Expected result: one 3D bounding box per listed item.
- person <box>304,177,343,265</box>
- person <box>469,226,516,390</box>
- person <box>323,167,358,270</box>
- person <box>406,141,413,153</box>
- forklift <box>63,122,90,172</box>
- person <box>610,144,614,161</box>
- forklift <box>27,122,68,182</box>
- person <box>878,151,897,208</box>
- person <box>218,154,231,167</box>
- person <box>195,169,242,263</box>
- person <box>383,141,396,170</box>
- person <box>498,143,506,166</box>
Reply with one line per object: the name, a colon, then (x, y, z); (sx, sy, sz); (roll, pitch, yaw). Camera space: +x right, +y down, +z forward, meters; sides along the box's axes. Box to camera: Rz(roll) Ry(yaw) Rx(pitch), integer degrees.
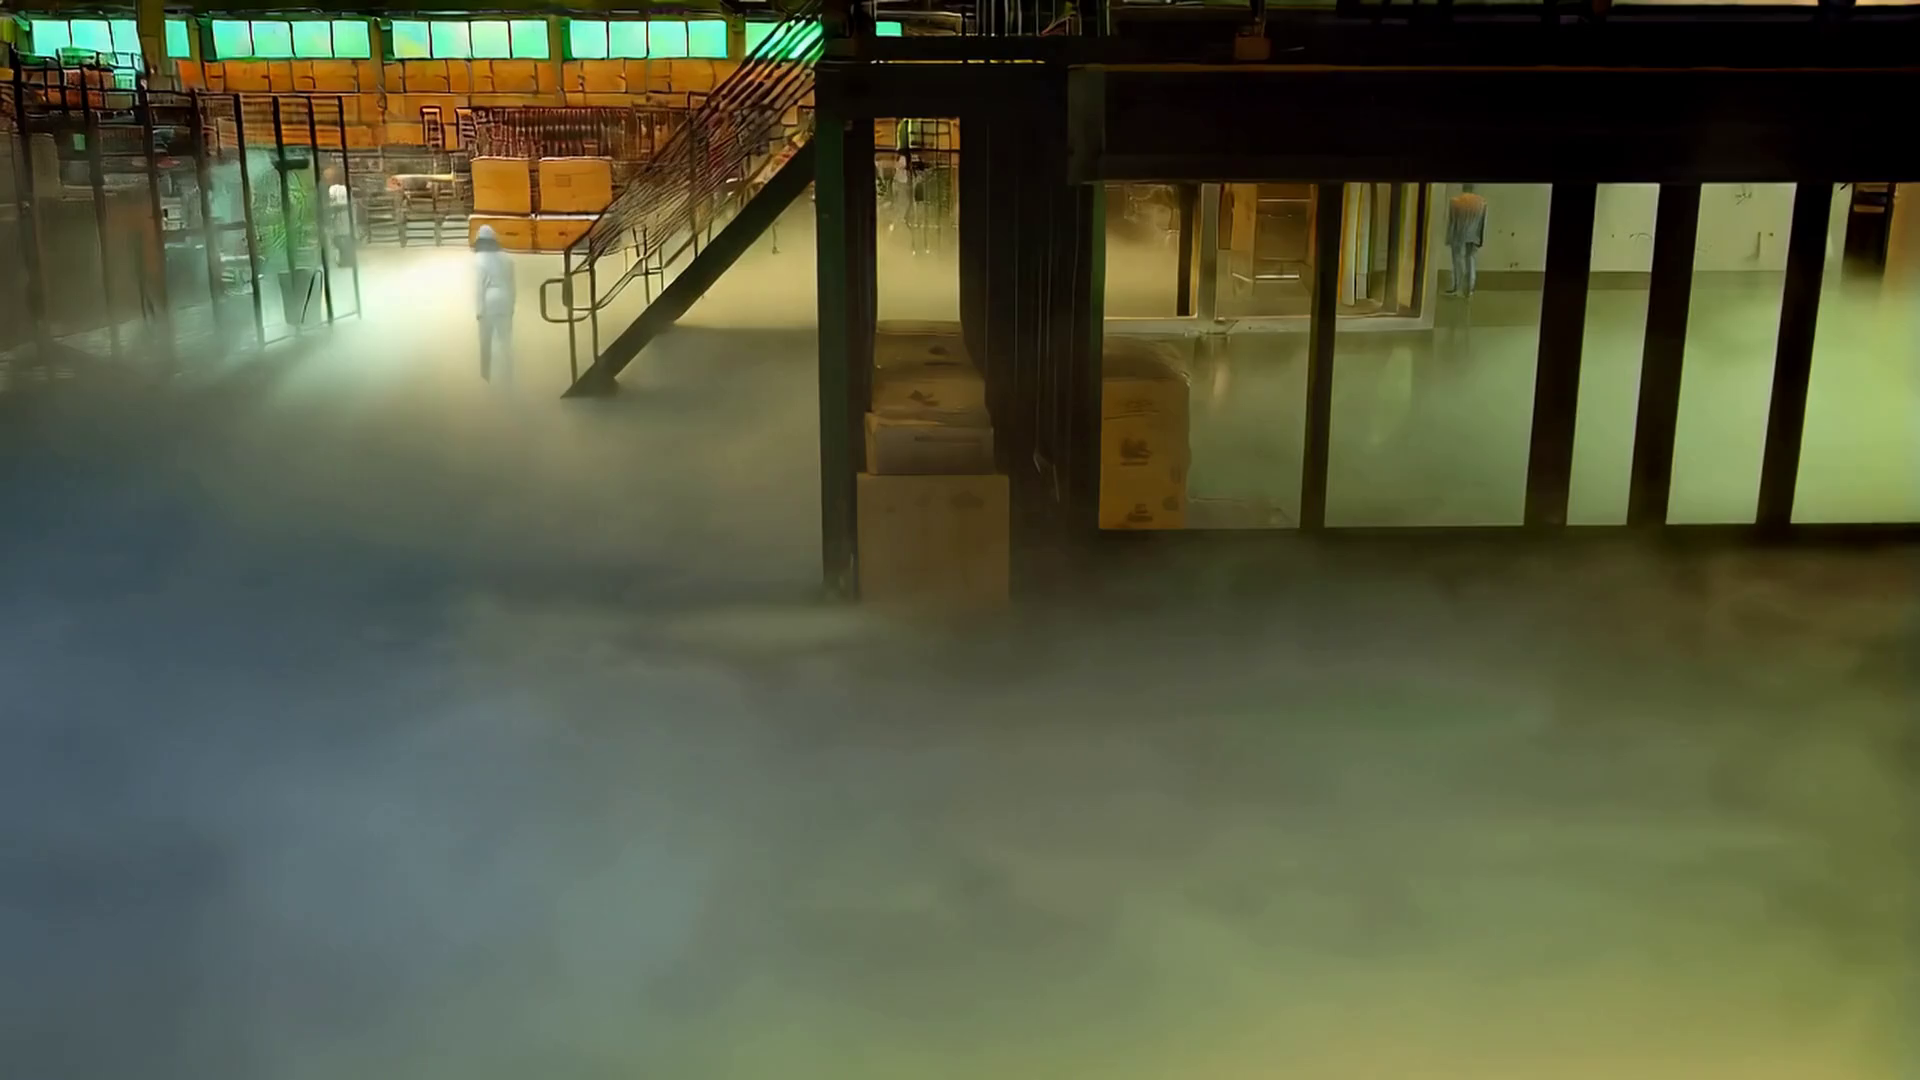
person: (-12.587, -6.262, 32.712); (0.855, 1.732, 0.534); (6, 15, 24)
person: (-4.931, -2.461, 17.597); (0.491, 1.685, 0.935); (-7, 16, -25)
person: (-11.915, -6.160, 31.869); (0.599, 1.937, 0.814); (-3, 14, -11)
person: (-26.883, -18.532, 81.323); (0.992, 1.951, 0.620); (-3, 14, -11)
forklift: (-38.616, -16.920, 72.961); (1.129, 2.768, 1.873); (-1, 14, -2)
person: (-19.324, -21.419, 93.098); (0.699, 1.823, 0.577); (3, 14, 12)
forklift: (-35.376, -14.773, 64.377); (1.129, 2.768, 1.873); (-1, 14, -2)
person: (-2.429, -11.931, 55.082); (0.676, 1.852, 0.976); (2, 14, 10)
person: (-23.293, -11.346, 52.878); (0.600, 1.806, 0.761); (0, 14, 1)
person: (-14.638, -6.343, 32.707); (0.961, 1.874, 0.596); (5, 15, 20)
person: (-29.338, -19.517, 85.375); (0.978, 1.887, 0.615); (7, 16, 26)
person: (-24.304, -20.136, 88.044); (0.618, 1.780, 0.949); (-5, 15, -18)
